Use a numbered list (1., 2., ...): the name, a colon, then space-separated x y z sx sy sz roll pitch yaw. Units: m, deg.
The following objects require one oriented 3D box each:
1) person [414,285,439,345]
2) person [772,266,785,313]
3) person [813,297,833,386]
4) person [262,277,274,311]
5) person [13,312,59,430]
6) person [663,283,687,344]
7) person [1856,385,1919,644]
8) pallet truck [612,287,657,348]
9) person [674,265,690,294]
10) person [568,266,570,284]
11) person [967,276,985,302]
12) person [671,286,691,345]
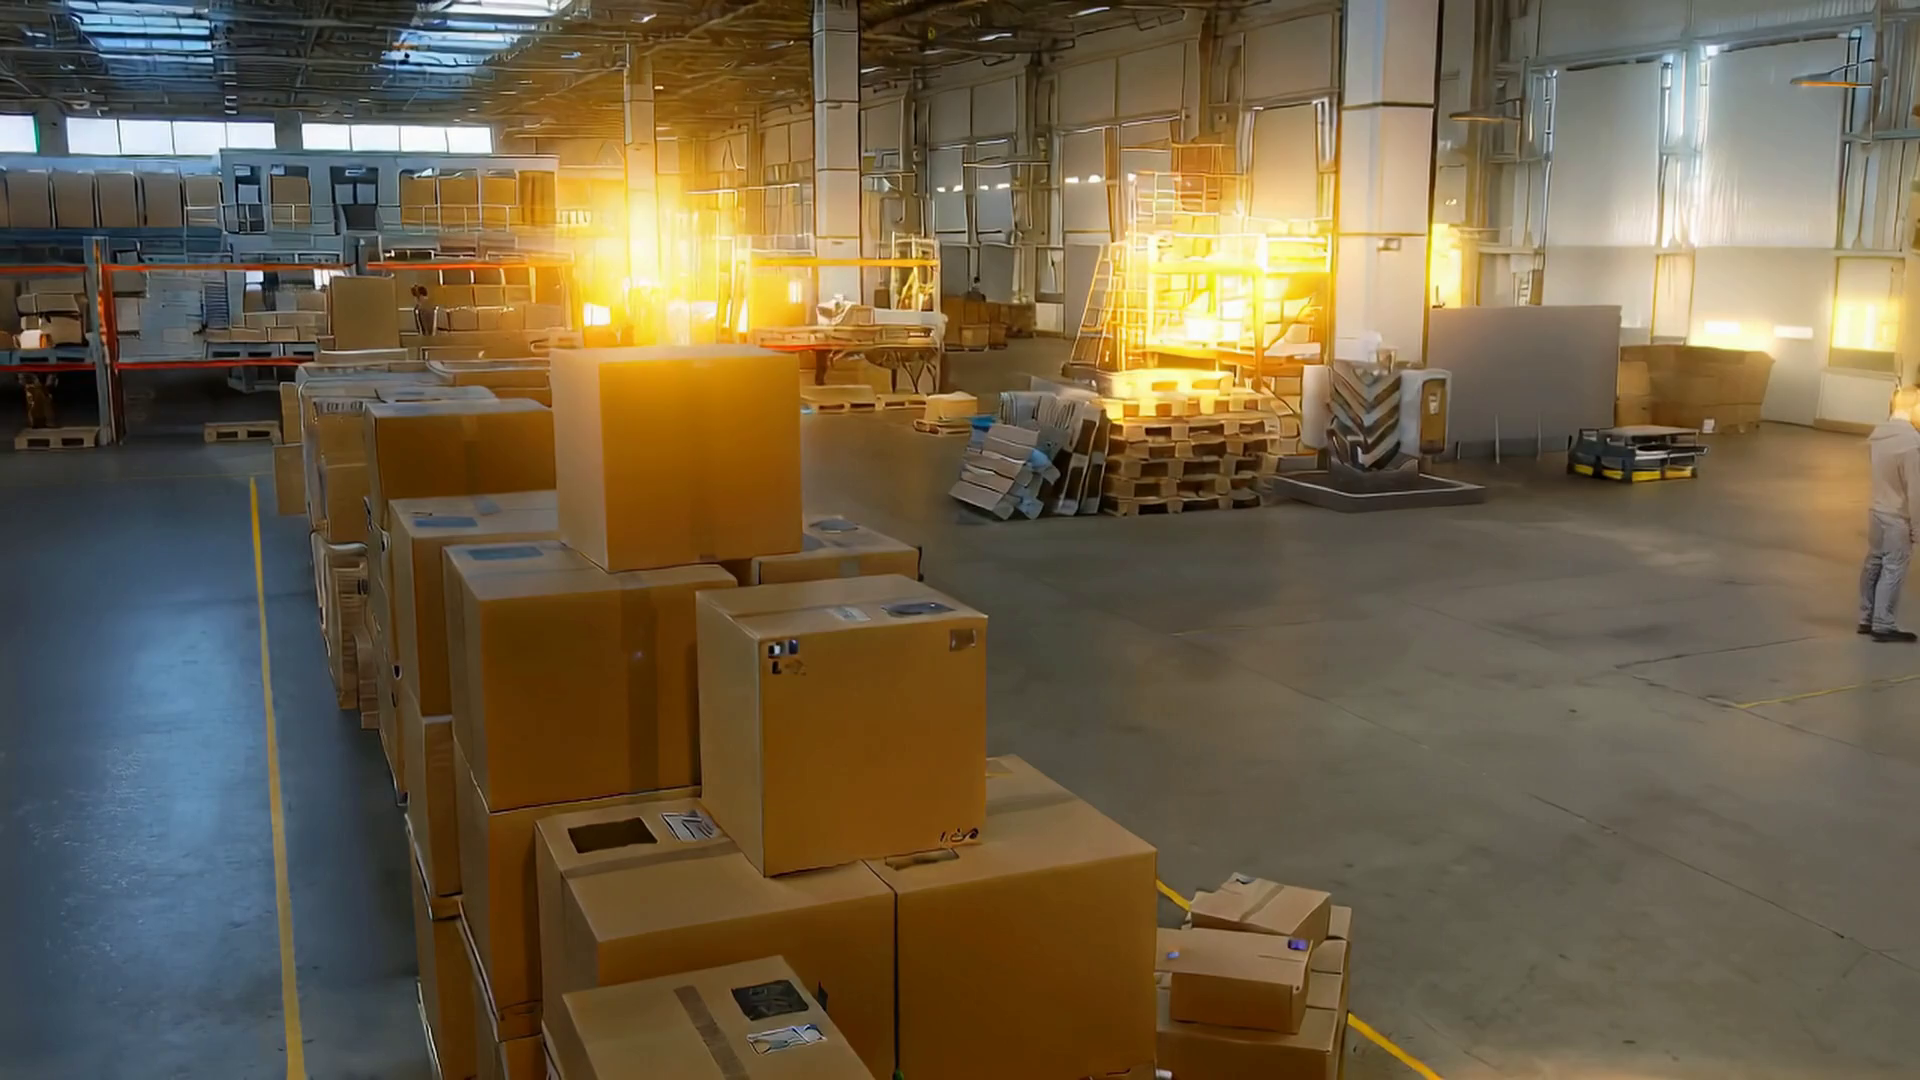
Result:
1. person: -13.308 -5.445 41.552 0.571 1.843 0.420 -4 11 -23
2. person: -7.289 -10.069 66.671 0.625 1.971 0.450 -9 14 -42
3. person: -2.516 -3.519 30.716 0.386 1.922 0.594 -3 11 -15
4. person: -22.859 -7.846 55.106 0.500 1.722 0.645 10 14 43
5. person: -14.120 -2.544 25.453 0.584 1.882 0.346 -2 10 -11
6. person: -7.522 -5.883 44.029 0.623 1.826 0.751 -3 11 -16
7. person: 6.962 -0.192 12.377 0.377 1.931 0.636 0 10 1
8. pallet truck: -6.464 -4.406 35.401 0.823 1.965 1.885 6 12 32
9. person: -11.474 -10.368 68.559 0.641 1.897 1.015 4 11 23
10. person: -16.815 -10.965 71.881 0.355 1.880 0.575 -8 13 -36
11. person: 0.499 -6.954 49.756 0.632 1.881 0.816 -3 11 -15
12. person: -6.218 -4.708 37.232 0.358 1.937 0.636 3 11 17
